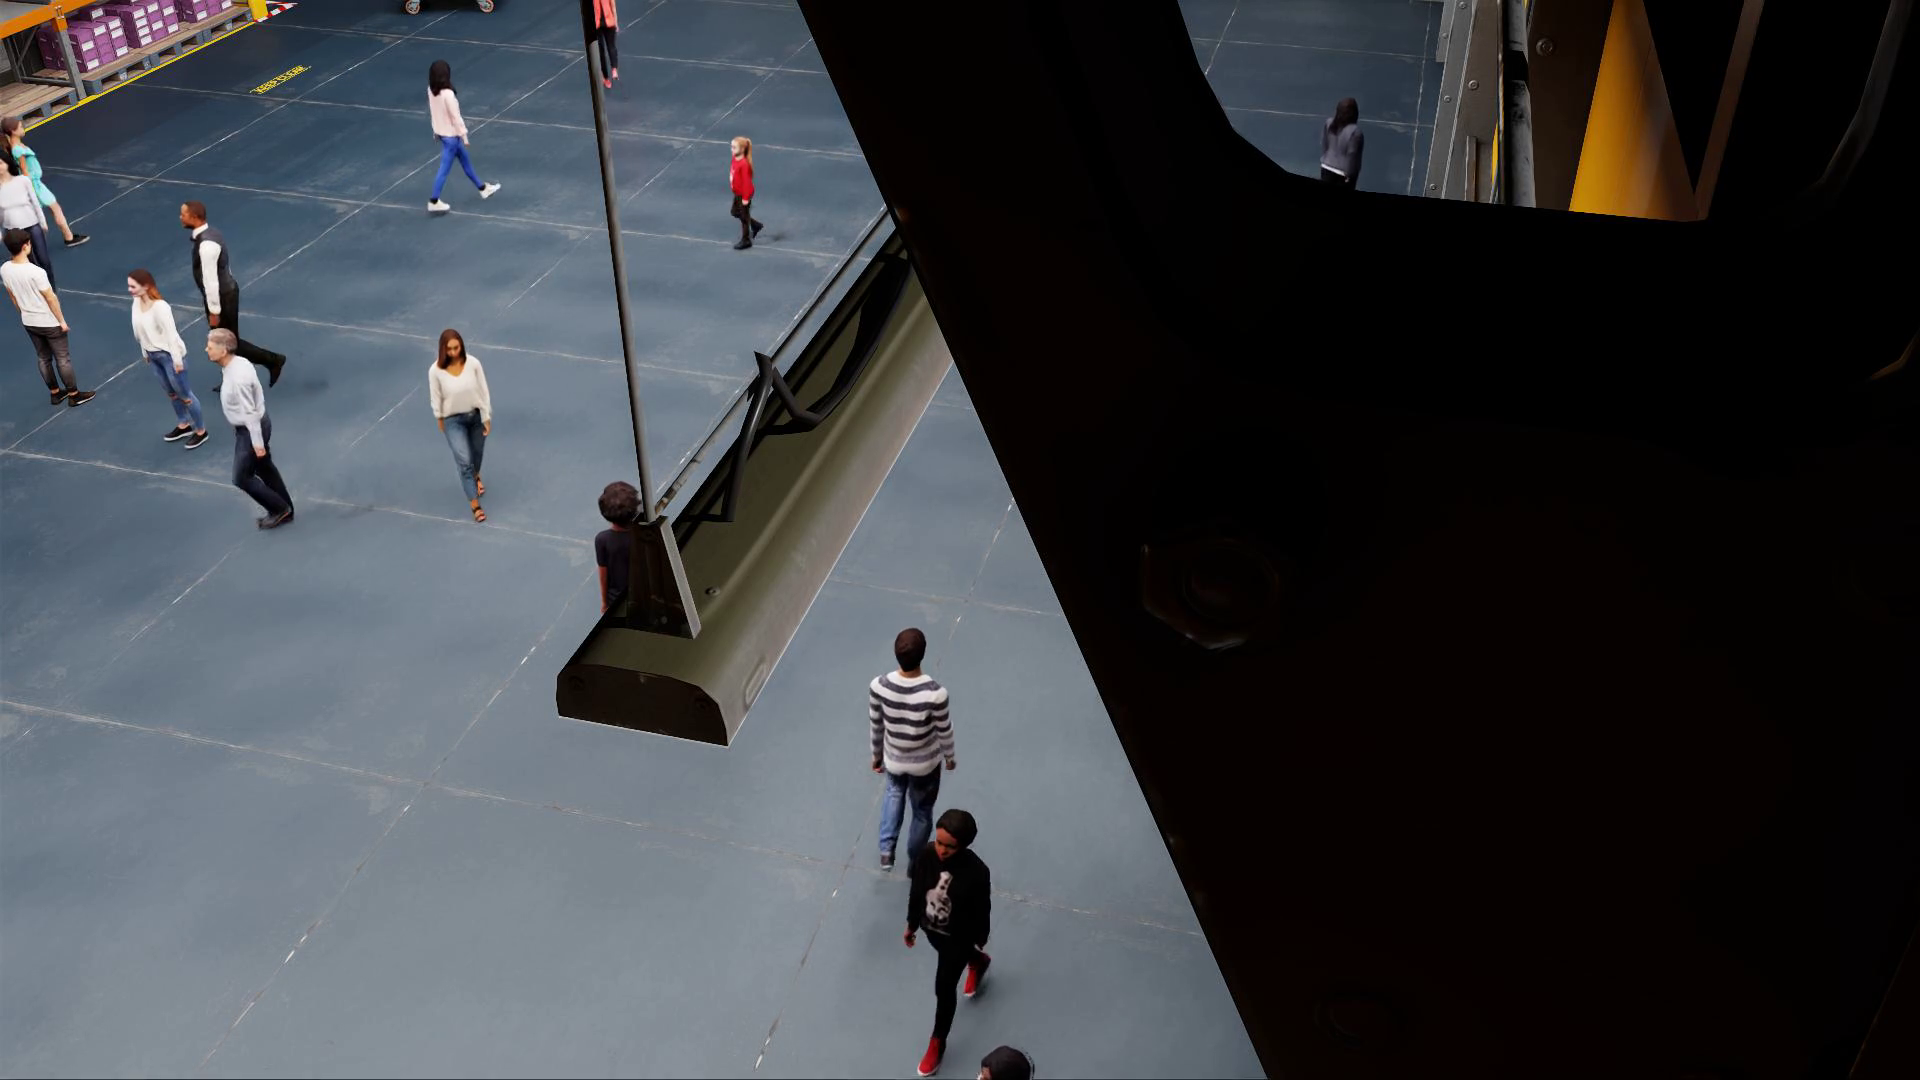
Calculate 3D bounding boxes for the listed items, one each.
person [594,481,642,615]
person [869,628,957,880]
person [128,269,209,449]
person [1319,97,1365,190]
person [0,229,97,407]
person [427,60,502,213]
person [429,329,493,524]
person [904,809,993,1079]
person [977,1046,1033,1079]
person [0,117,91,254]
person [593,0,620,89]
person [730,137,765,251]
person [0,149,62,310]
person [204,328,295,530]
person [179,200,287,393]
[{"bbox_3d":[-2.265,0.392,11.538,0.708,1.795,0.722,-9,35,-13],"label":"person"},{"bbox_3d":[-0.318,1.371,10.026,0.670,1.839,0.691,10,35,15],"label":"person"},{"bbox_3d":[-6.987,-1.607,14.639,0.685,1.692,0.648,19,38,26],"label":"person"},{"bbox_3d":[4.175,-4.115,18.523,1.180,1.569,1.008,-29,43,-36],"label":"person"},{"bbox_3d":[-8.438,-2.039,15.266,0.618,1.717,0.521,9,35,13],"label":"person"},{"bbox_3d":[-5.944,-4.591,19.107,1.269,1.716,1.102,-25,41,-32],"label":"person"},{"bbox_3d":[-4.113,-1.040,13.829,1.006,1.644,1.112,-14,36,-20],"label":"person"},{"bbox_3d":[-0.022,2.074,9.145,0.831,1.643,1.168,20,39,28],"label":"person"},{"bbox_3d":[0.189,2.963,7.739,0.721,1.719,0.661,-18,37,-24],"label":"person"},{"bbox_3d":[-10.218,-3.830,18.137,1.121,1.522,0.928,-27,42,-35],"label":"person"},{"bbox_3d":[-4.884,-7.015,22.780,0.780,1.687,0.840,-14,36,-20],"label":"person"},{"bbox_3d":[-2.350,-3.849,18.390,0.735,1.274,0.676,-17,37,-24],"label":"person"},{"bbox_3d":[-9.629,-3.231,17.097,0.914,1.676,0.998,-14,36,-20],"label":"person"},{"bbox_3d":[-5.654,-0.900,13.472,0.855,1.807,0.778,-14,36,-20],"label":"person"},{"bbox_3d":[-6.735,-2.223,15.375,1.041,1.904,1.031,-10,35,-15],"label":"person"}]
